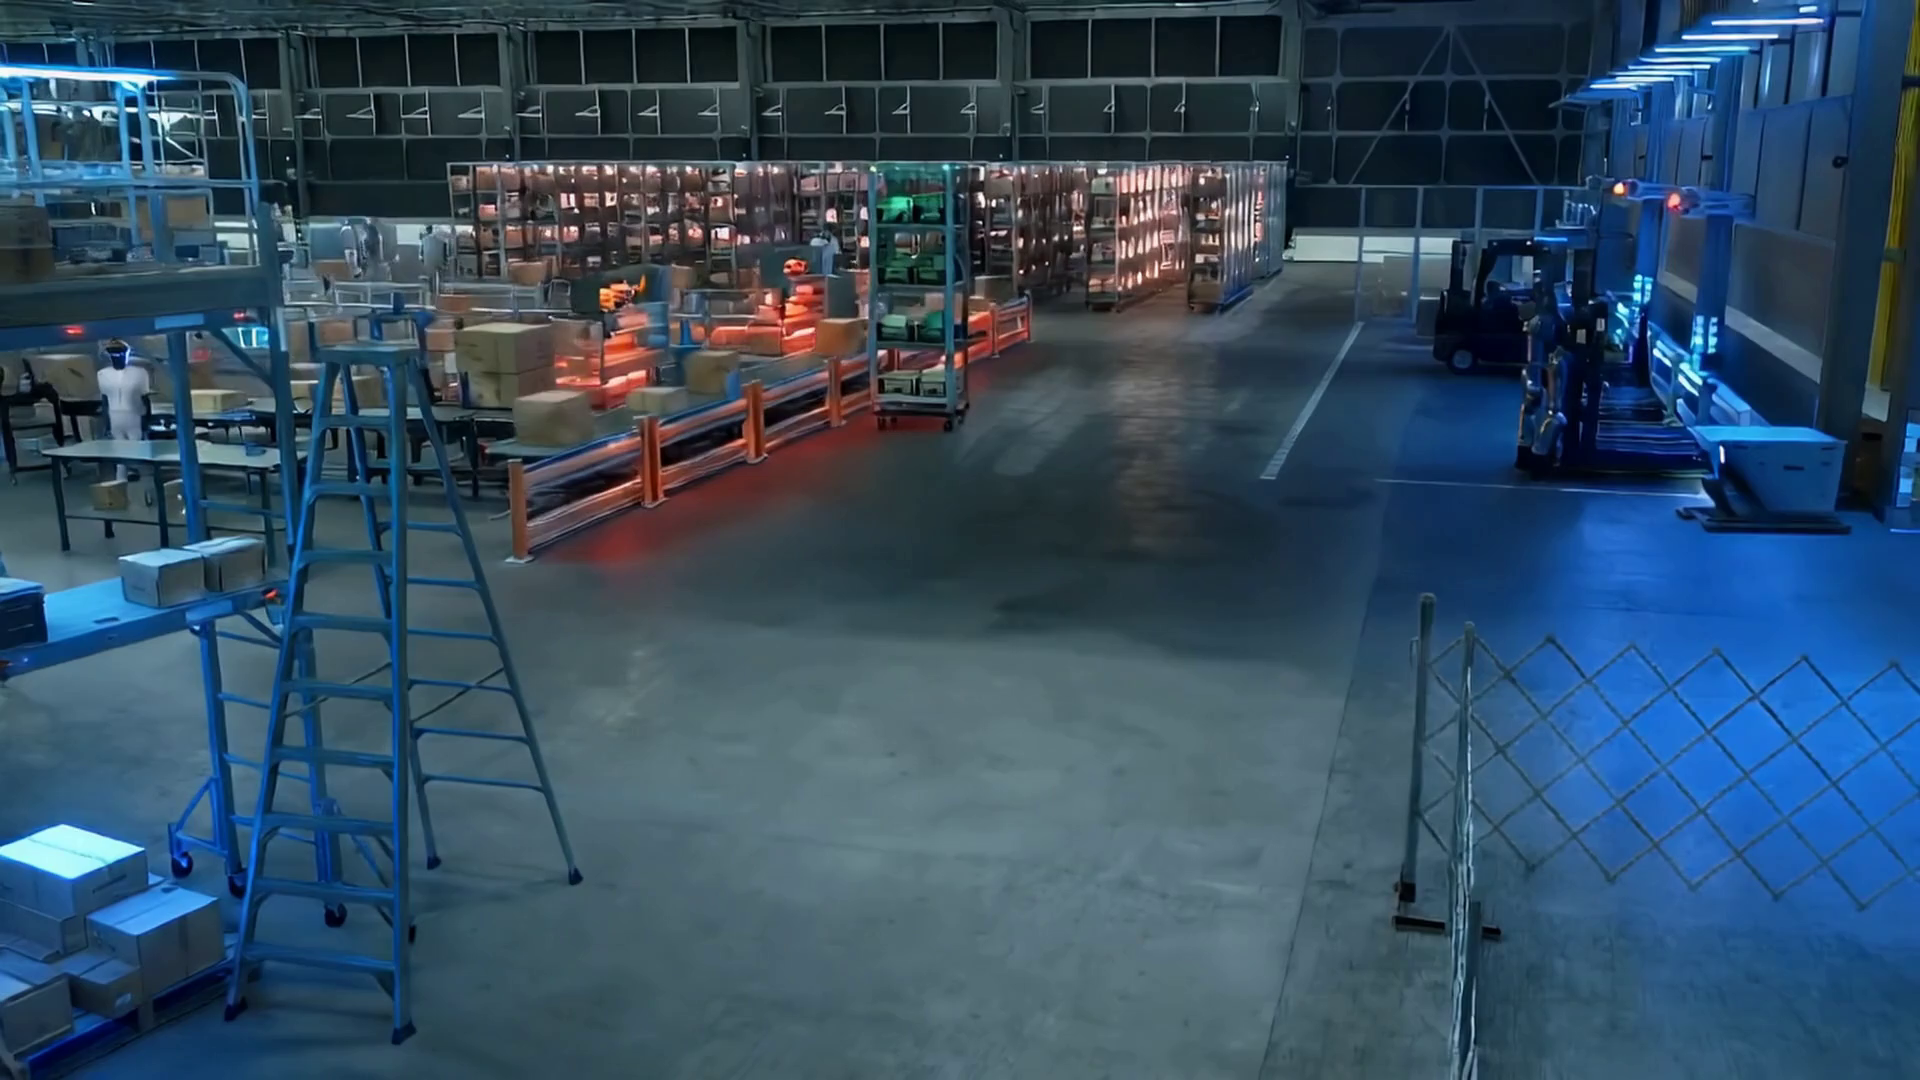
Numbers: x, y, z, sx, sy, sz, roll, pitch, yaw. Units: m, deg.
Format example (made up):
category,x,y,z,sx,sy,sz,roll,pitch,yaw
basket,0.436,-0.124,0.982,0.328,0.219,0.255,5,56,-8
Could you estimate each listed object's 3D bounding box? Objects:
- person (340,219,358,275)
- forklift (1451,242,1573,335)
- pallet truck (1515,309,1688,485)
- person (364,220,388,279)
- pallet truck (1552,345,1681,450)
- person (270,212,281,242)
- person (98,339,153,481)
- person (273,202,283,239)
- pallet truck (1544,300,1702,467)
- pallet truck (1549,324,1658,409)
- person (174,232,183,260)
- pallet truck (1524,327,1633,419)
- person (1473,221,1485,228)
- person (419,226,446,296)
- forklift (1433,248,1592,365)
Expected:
category,x,y,z,sx,sy,sz,roll,pitch,yaw
person,-19.519,-9.337,53.063,0.339,1.752,0.564,9,16,35
forklift,10.464,-4.597,31.405,2.680,1.987,1.157,4,14,16
pallet truck,7.554,-1.677,19.446,1.885,1.965,0.823,3,13,14
person,-18.014,-8.915,51.114,0.810,1.813,0.571,-1,13,-2
pallet truck,8.641,-1.896,21.908,1.630,1.274,0.653,4,14,16
person,-25.030,-11.082,60.651,0.417,1.726,0.497,12,18,42
person,-8.872,-1.208,17.699,0.530,1.871,0.323,-3,13,-11
person,-26.821,-12.315,65.525,0.376,1.936,0.549,-12,18,-43
pallet truck,8.263,-1.952,20.631,1.885,1.965,0.823,5,14,20
pallet truck,9.824,-2.669,25.407,1.601,1.201,0.680,4,14,16
person,-21.272,-7.465,44.877,0.826,1.803,0.591,3,13,15
pallet truck,9.065,-2.460,24.370,1.522,1.261,0.704,3,13,14
person,14.291,-7.825,46.042,0.400,1.986,0.608,6,14,23
person,-14.234,-7.520,44.934,0.672,1.877,0.531,-11,17,-39
forklift,9.780,-4.111,29.280,2.680,1.987,1.157,3,13,14
